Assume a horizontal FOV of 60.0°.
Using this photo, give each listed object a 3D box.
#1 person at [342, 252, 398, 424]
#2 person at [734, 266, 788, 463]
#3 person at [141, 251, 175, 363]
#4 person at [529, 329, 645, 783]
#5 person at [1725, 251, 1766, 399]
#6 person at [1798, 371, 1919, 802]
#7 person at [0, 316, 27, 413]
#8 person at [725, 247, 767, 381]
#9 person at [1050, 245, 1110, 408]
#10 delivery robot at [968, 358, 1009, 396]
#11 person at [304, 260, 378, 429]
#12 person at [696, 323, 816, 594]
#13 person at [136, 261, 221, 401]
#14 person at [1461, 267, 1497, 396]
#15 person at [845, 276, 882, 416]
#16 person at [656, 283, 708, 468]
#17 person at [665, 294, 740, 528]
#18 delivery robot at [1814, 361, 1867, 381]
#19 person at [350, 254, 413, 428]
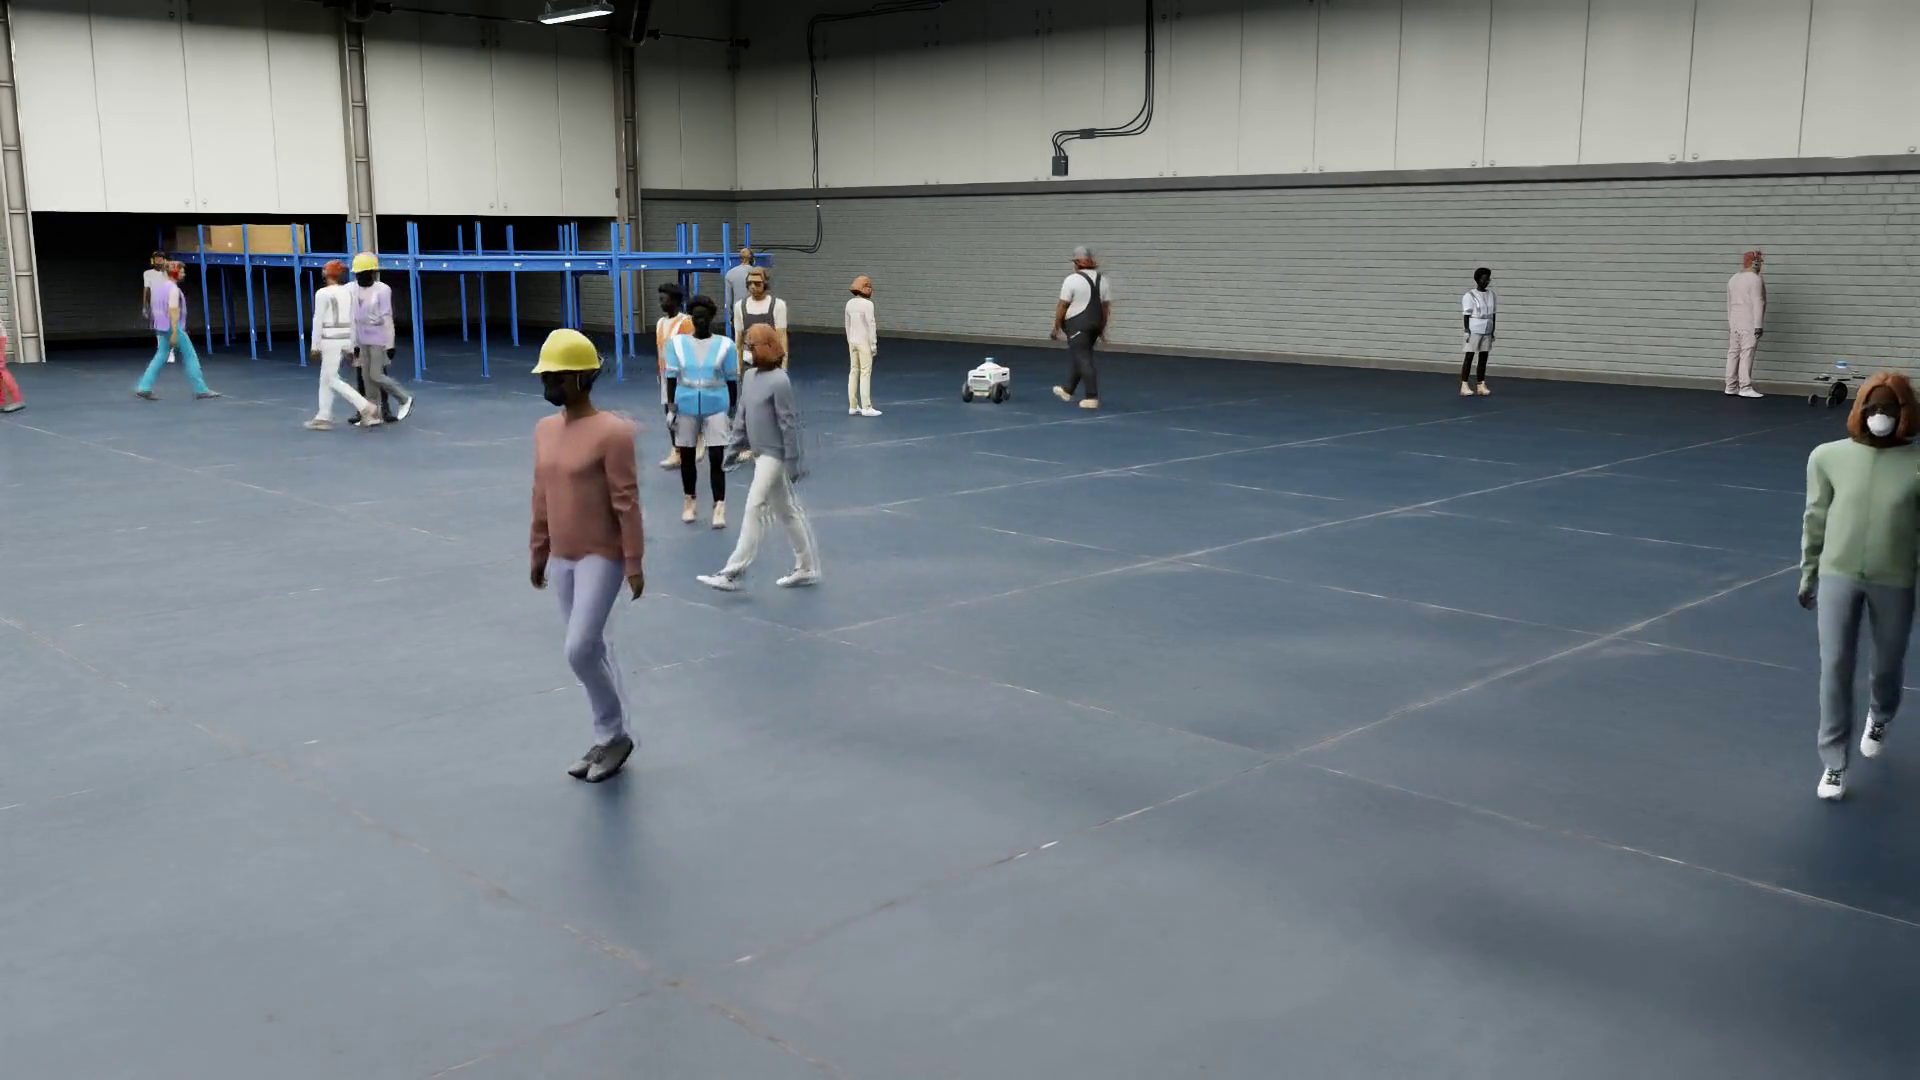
[{"bbox_3d":[-6.720,-2.278,18.793,0.633,1.927,0.397,-3,11,-16],"label":"person"},{"bbox_3d":[-1.850,-1.615,15.454,0.538,1.819,0.751,1,10,6],"label":"person"},{"bbox_3d":[-13.271,-3.855,27.587,0.539,1.845,0.552,-3,11,-15],"label":"person"},{"bbox_3d":[-1.460,0.073,6.402,0.549,1.754,0.462,8,13,37],"label":"person"},{"bbox_3d":[10.339,-2.830,21.823,0.406,1.910,0.637,-2,11,-8],"label":"person"},{"bbox_3d":[3.519,0.146,6.419,0.504,1.610,0.735,6,12,31],"label":"person"},{"bbox_3d":[-11.503,-2.382,19.830,0.506,1.742,0.671,-8,13,-36],"label":"person"},{"bbox_3d":[-3.106,-3.295,24.279,0.635,1.935,0.349,3,11,16],"label":"person"},{"bbox_3d":[1.450,-2.665,20.676,0.684,2.000,1.012,-9,14,-42],"label":"person"},{"bbox_3d":[0.375,-2.096,21.373,0.477,0.478,0.707,4,11,22],"label":"delivery robot"},{"bbox_3d":[-6.784,-2.117,18.092,0.835,1.851,0.595,2,11,9],"label":"person"},{"bbox_3d":[-1.212,-0.477,9.856,0.851,1.592,0.506,-5,12,-27],"label":"person"},{"bbox_3d":[-10.183,-2.700,21.454,0.990,1.793,0.558,-10,14,-43],"label":"person"},{"bbox_3d":[6.880,-2.762,22.052,0.530,1.689,0.321,-5,11,-24],"label":"person"},{"bbox_3d":[-1.154,-2.288,19.614,0.287,1.633,0.497,-9,14,-41],"label":"person"},{"bbox_3d":[-2.577,-1.492,15.123,0.388,1.683,0.560,-10,14,-42],"label":"person"},{"bbox_3d":[-1.882,-0.954,12.215,0.559,1.701,0.412,0,10,-2],"label":"person"},{"bbox_3d":[11.001,-2.113,20.757,0.698,0.223,0.335,-4,11,-22],"label":"delivery robot"},{"bbox_3d":[-6.498,-2.222,18.513,0.605,1.911,0.548,8,13,37],"label":"person"}]
